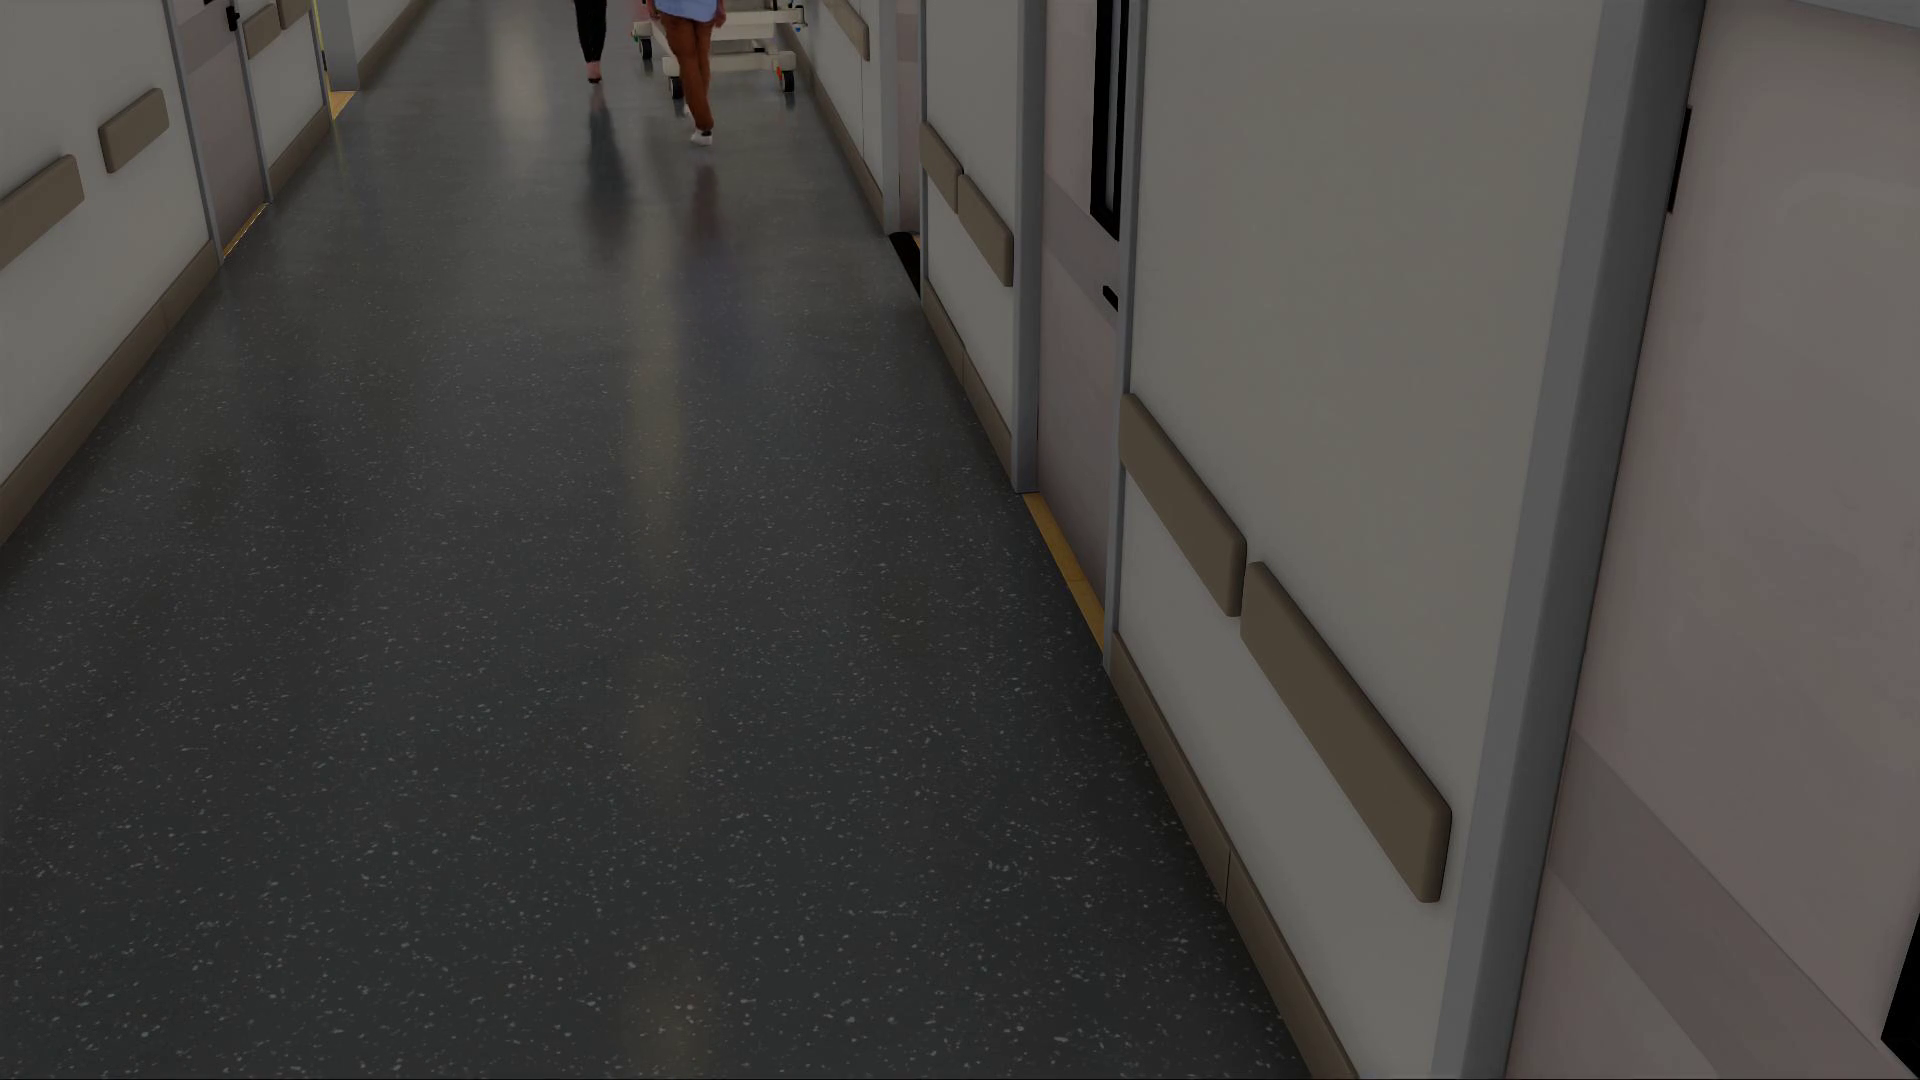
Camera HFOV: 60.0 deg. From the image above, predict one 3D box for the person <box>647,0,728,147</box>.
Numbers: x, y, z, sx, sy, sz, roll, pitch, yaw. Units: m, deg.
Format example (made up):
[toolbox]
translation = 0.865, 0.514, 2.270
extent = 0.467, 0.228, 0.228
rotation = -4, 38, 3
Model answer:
[person]
translation = -1.731, -3.455, 10.771
extent = 1.102, 1.780, 0.969
rotation = -13, 29, -25
